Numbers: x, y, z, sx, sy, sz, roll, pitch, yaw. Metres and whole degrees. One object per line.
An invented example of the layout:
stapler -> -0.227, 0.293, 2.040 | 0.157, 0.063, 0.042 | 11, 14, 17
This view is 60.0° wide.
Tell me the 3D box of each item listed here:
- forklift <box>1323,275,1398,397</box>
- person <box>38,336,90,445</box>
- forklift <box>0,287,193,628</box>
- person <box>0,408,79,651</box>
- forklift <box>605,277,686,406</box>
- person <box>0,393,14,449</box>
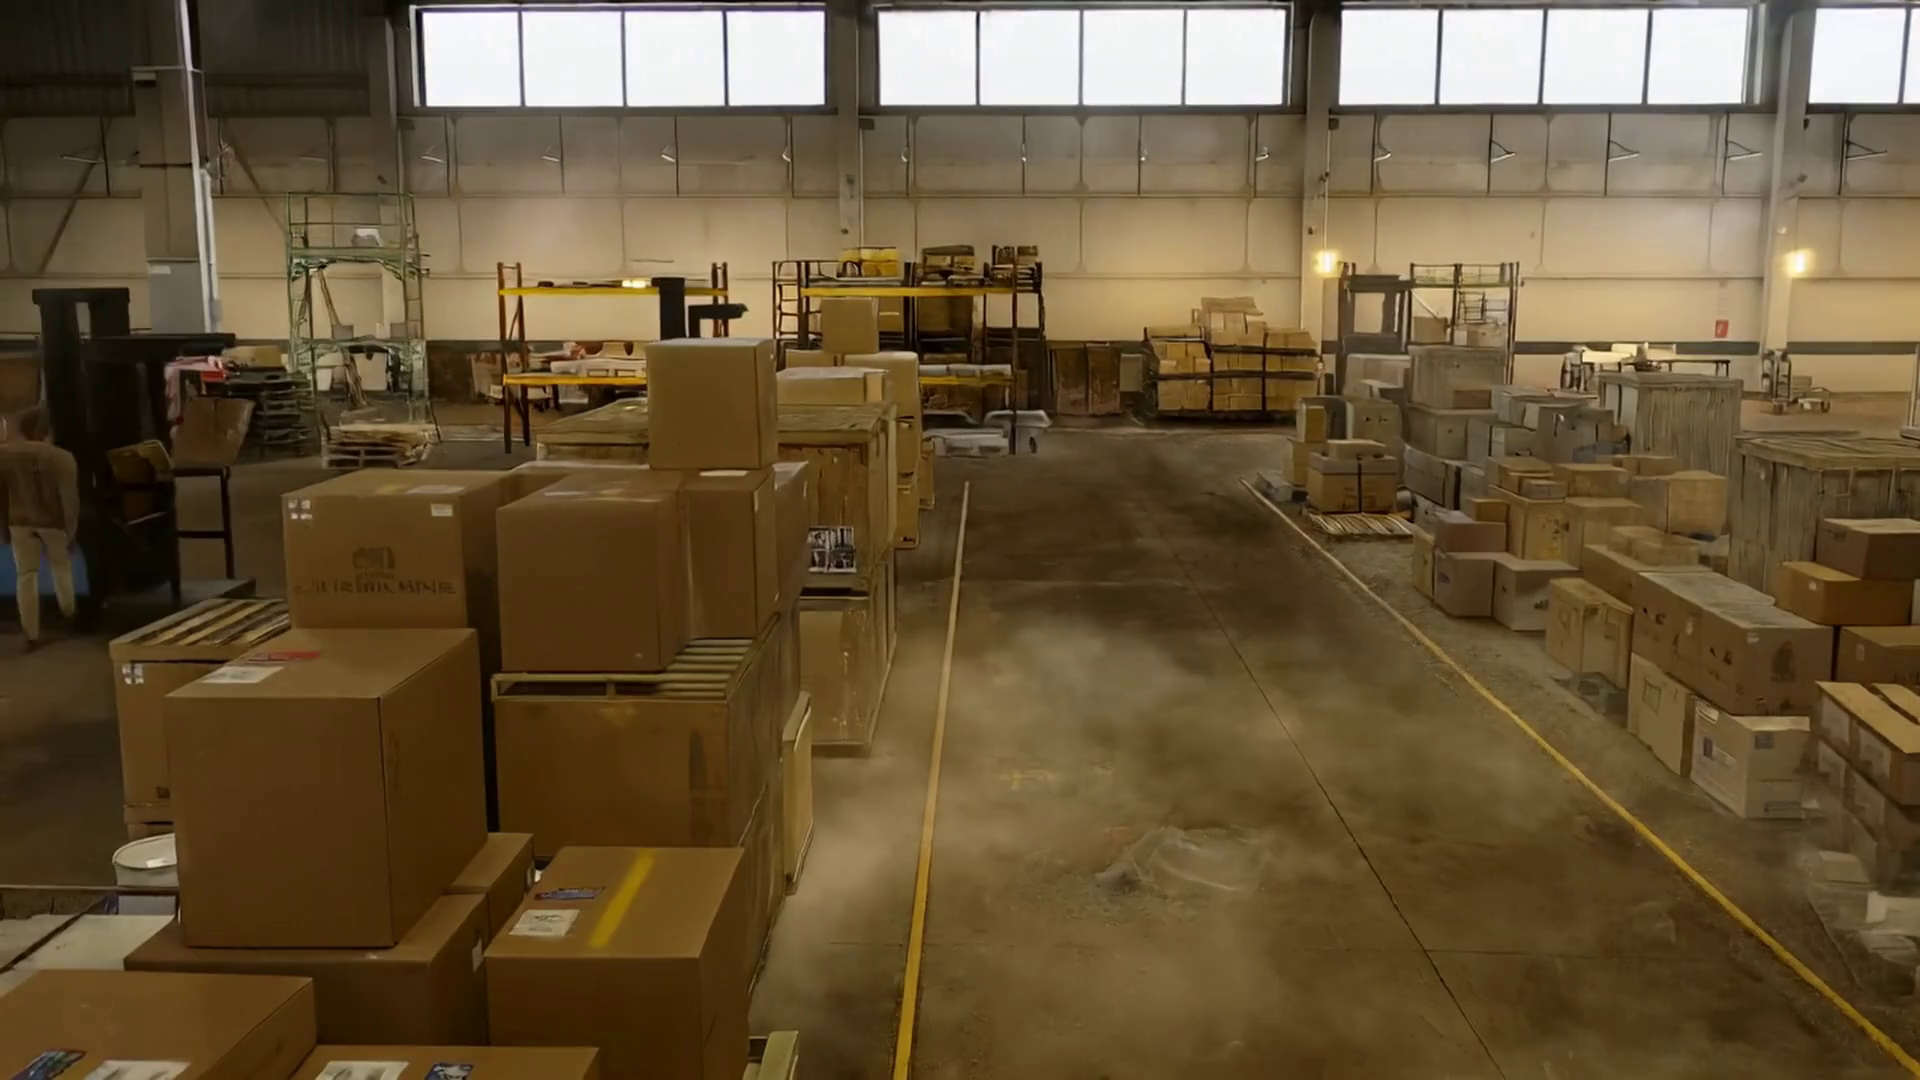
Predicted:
forklift -> 6.860, -3.100, 28.206 | 1.129, 2.768, 1.873 | 0, 9, 1
person -> -14.757, -2.473, 27.342 | 0.615, 1.922, 0.547 | -7, 12, -38
forklift -> -7.256, -0.719, 13.944 | 1.873, 2.768, 1.129 | 0, 9, 1
person -> -7.338, -0.106, 13.269 | 0.638, 1.885, 1.037 | -3, 10, -18
forklift -> -4.121, -2.375, 23.862 | 1.873, 2.768, 1.129 | -1, 10, -5
person -> -10.787, -0.845, 18.482 | 0.518, 1.623, 0.687 | 1, 9, 3
